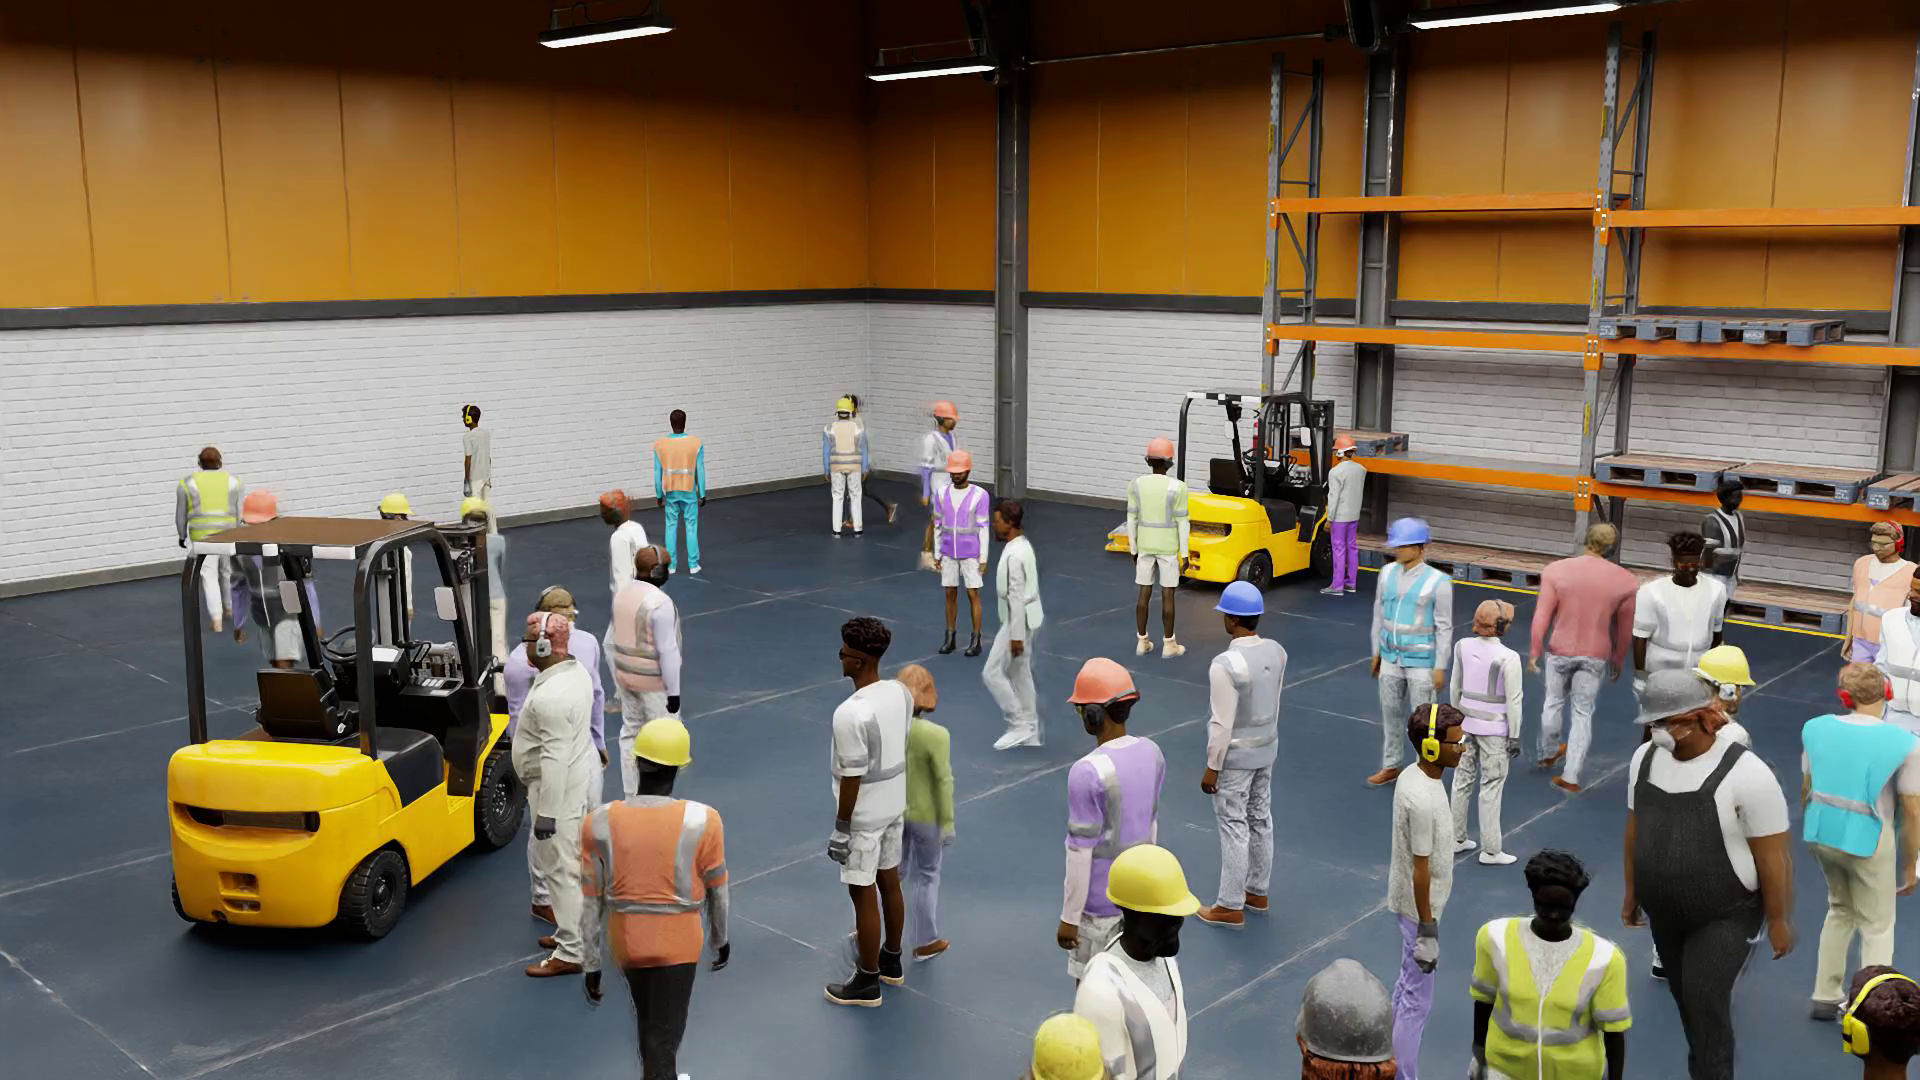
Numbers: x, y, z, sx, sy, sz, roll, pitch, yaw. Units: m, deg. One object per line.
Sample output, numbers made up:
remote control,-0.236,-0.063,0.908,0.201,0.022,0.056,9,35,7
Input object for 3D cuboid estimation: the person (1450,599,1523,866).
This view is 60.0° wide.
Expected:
person,3.224,1.173,10.217,0.311,1.636,0.523,-6,12,-30

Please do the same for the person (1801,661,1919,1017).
person,4.282,1.487,7.976,0.447,1.808,0.579,-6,12,-33

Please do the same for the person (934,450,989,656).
person,0.001,0.119,15.392,0.544,1.930,0.388,4,11,22

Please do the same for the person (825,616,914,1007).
person,-0.462,1.343,8.311,0.367,1.966,0.607,5,11,25

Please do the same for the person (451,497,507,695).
person,-4.012,0.501,13.819,0.516,1.715,0.892,-8,13,-37

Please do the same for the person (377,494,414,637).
person,-4.637,0.494,13.728,0.314,1.763,0.535,-8,13,-38

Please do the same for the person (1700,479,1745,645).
person,6.921,0.281,15.134,0.540,1.695,0.317,-7,12,-36

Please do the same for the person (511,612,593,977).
person,-2.119,1.310,8.668,0.408,1.906,0.654,0,10,-2

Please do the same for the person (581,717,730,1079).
person,-1.263,1.660,6.818,0.582,1.872,1.037,1,10,8

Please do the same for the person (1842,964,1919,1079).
person,2.445,2.062,4.524,0.505,1.864,0.331,-2,10,-9

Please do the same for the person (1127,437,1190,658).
person,1.837,0.069,15.336,0.607,2.048,0.367,6,11,29

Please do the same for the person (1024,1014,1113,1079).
person,0.294,2.100,4.689,0.513,1.720,0.491,0,10,0

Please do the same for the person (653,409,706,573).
person,-3.246,-0.557,19.295,0.587,1.911,0.397,0,10,0

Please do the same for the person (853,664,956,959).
person,-0.281,1.452,8.684,0.510,1.620,0.561,7,12,35

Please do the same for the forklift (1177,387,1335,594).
forklift,3.298,-0.608,18.767,1.214,2.155,2.313,9,13,42

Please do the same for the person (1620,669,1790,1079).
person,3.099,1.519,7.097,0.694,2.000,0.765,-6,11,-29

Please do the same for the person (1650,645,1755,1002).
person,3.716,1.415,8.324,0.403,1.821,0.602,-2,10,-13

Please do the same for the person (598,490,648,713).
person,-2.686,0.507,13.386,0.707,1.847,0.676,2,10,10

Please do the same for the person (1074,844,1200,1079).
person,0.559,1.891,5.299,0.379,1.928,0.585,5,11,25

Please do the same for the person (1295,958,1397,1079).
person,0.931,2.027,4.203,0.686,2.000,0.535,-1,10,-7

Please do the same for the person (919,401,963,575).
person,-0.090,-0.598,19.229,0.951,2.000,0.617,5,11,25

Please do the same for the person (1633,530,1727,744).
person,4.784,0.880,11.051,0.627,1.921,0.818,1,10,4

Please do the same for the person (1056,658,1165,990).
person,0.621,1.511,7.195,0.407,2.029,0.612,8,13,37

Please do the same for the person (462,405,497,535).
person,-5.936,-0.734,20.457,0.327,1.861,0.508,3,10,17

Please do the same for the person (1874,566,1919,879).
person,5.788,1.071,10.006,0.398,1.916,0.590,-7,12,-35

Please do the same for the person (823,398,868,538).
person,-1.492,-0.937,21.667,0.590,1.834,0.403,-1,10,-5

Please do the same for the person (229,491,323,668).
person,-5.187,0.600,12.510,0.712,1.970,1.060,2,10,9

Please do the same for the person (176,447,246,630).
person,-7.487,-0.034,16.660,0.630,1.791,0.952,-6,12,-32

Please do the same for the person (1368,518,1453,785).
person,3.083,0.812,11.437,0.440,1.938,0.654,-8,12,-37

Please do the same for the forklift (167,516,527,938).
forklift,-3.583,0.976,9.748,1.214,2.155,2.313,2,10,11

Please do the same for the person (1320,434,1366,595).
person,4.170,-0.277,18.139,0.565,1.751,0.330,-9,13,-40

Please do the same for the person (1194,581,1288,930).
person,1.562,1.187,9.246,0.384,1.949,0.604,9,13,42

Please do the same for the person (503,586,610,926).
person,-2.241,1.191,9.302,0.373,1.926,0.638,7,12,35

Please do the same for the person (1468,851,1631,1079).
person,2.075,1.914,5.920,0.548,1.670,0.715,4,11,23

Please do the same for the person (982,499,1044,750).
person,0.387,0.640,12.501,0.505,1.898,0.618,1,10,5

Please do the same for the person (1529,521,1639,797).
person,4.363,0.795,11.673,0.672,1.890,0.883,3,11,19

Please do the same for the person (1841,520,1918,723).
person,6.633,0.762,11.977,0.389,1.839,0.563,-4,11,-21

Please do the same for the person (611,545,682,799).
person,-2.066,0.944,10.989,0.477,1.831,0.654,-9,14,-42

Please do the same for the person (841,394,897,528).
person,-1.273,-1.063,22.427,0.800,1.832,0.541,-2,10,-10

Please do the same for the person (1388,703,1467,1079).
person,1.997,1.599,7.124,0.319,1.871,0.532,2,10,11
